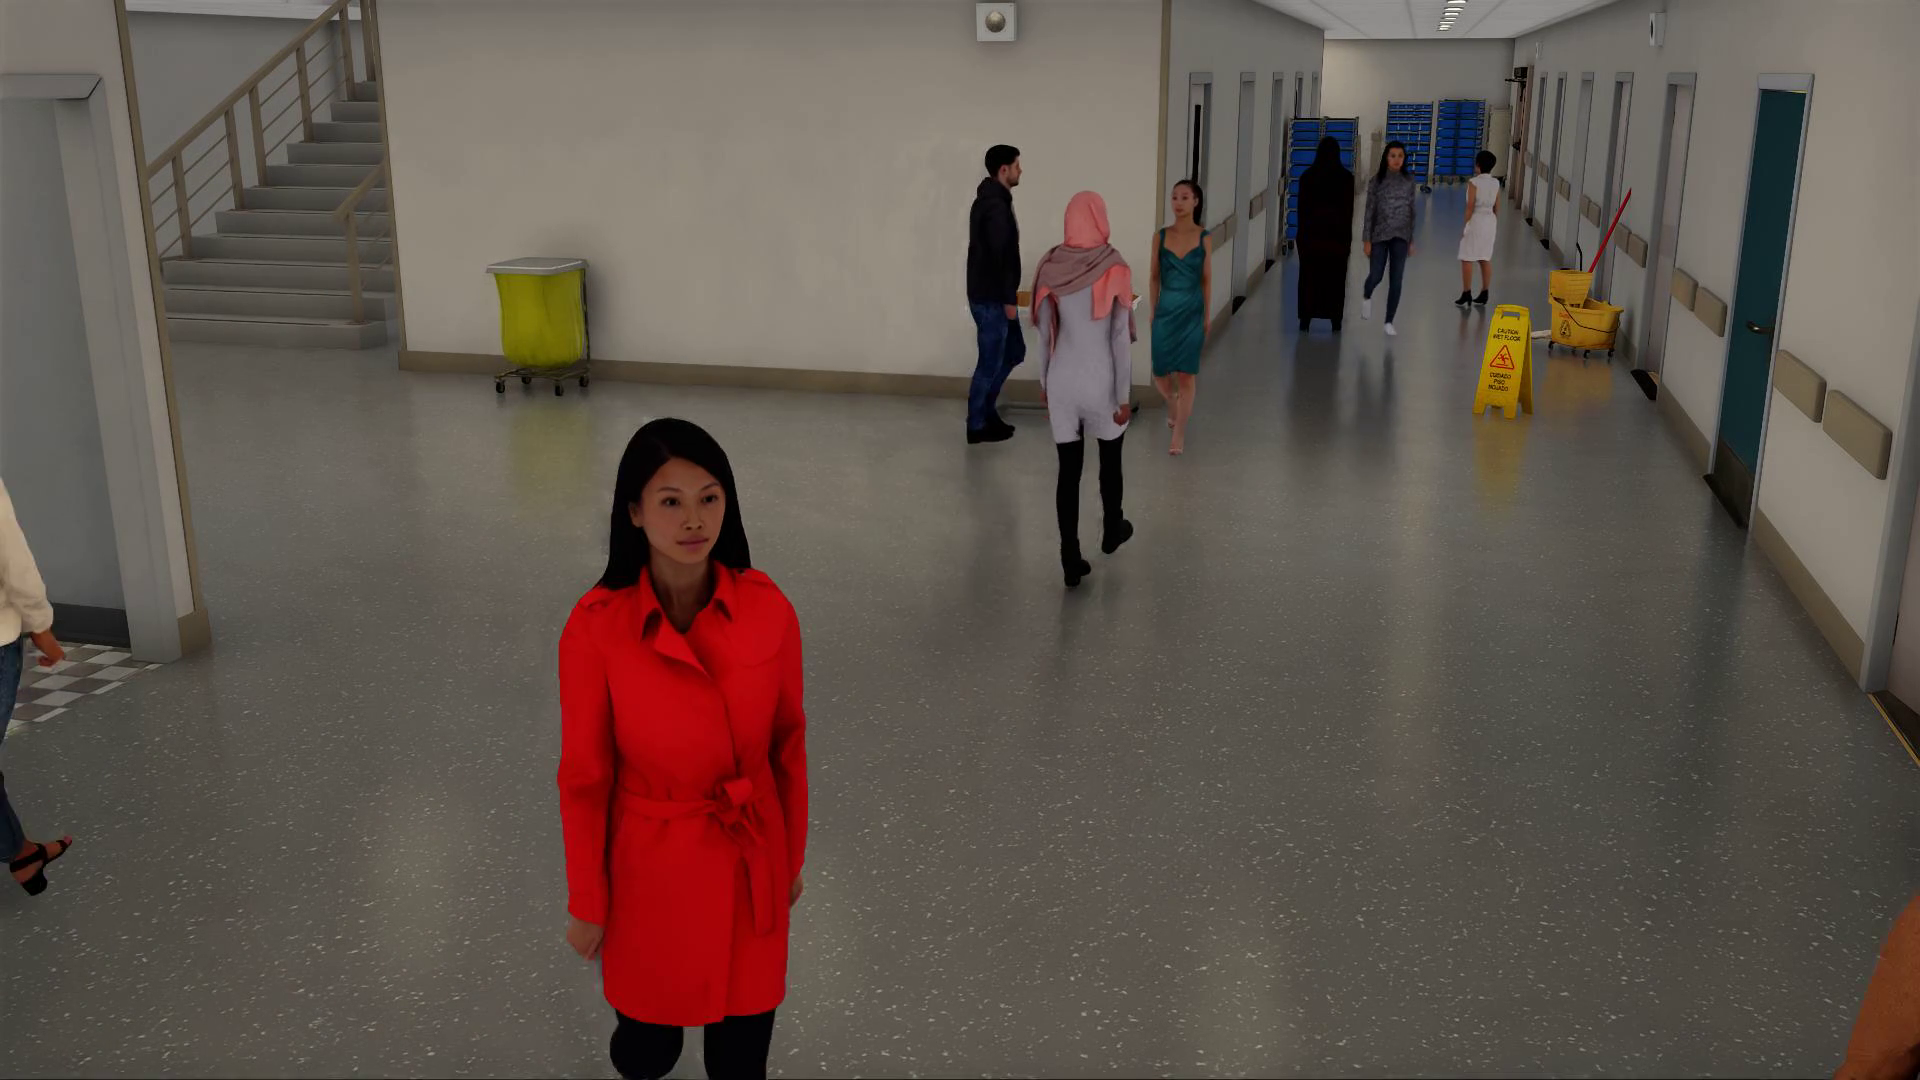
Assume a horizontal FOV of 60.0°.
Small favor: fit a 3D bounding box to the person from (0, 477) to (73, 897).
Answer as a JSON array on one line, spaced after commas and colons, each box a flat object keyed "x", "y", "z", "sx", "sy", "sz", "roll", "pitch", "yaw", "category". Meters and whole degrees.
[{"x": -2.610, "y": 0.369, "z": 4.204, "sx": 0.809, "sy": 1.638, "sz": 1.144, "roll": 0, "pitch": 16, "yaw": 0, "category": "person"}]

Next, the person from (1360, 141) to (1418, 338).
[{"x": 3.857, "y": -2.714, "z": 14.995, "sx": 0.772, "sy": 1.715, "sz": 0.966, "roll": 0, "pitch": 16, "yaw": 0, "category": "person"}]

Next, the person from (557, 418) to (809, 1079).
[{"x": -0.532, "y": 0.622, "z": 3.132, "sx": 0.968, "sy": 1.732, "sz": 1.089, "roll": -6, "pitch": 17, "yaw": -22, "category": "person"}]

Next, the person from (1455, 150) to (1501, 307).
[{"x": 5.293, "y": -3.165, "z": 16.906, "sx": 0.669, "sy": 1.547, "sz": 0.707, "roll": -7, "pitch": 17, "yaw": -22, "category": "person"}]

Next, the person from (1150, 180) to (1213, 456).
[{"x": 1.388, "y": -1.371, "z": 10.301, "sx": 0.543, "sy": 1.678, "sz": 0.663, "roll": 5, "pitch": 16, "yaw": 16, "category": "person"}]

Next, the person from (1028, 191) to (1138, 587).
[{"x": 0.544, "y": -0.659, "z": 7.592, "sx": 0.716, "sy": 1.778, "sz": 1.020, "roll": 6, "pitch": 17, "yaw": 20, "category": "person"}]

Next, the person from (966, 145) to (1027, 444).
[{"x": 0.114, "y": -1.527, "z": 10.496, "sx": 0.835, "sy": 1.874, "sz": 0.705, "roll": -2, "pitch": 16, "yaw": -6, "category": "person"}]

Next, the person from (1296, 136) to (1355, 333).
[{"x": 3.326, "y": -2.788, "z": 15.184, "sx": 0.661, "sy": 1.757, "sz": 0.594, "roll": 3, "pitch": 16, "yaw": 12, "category": "person"}]
